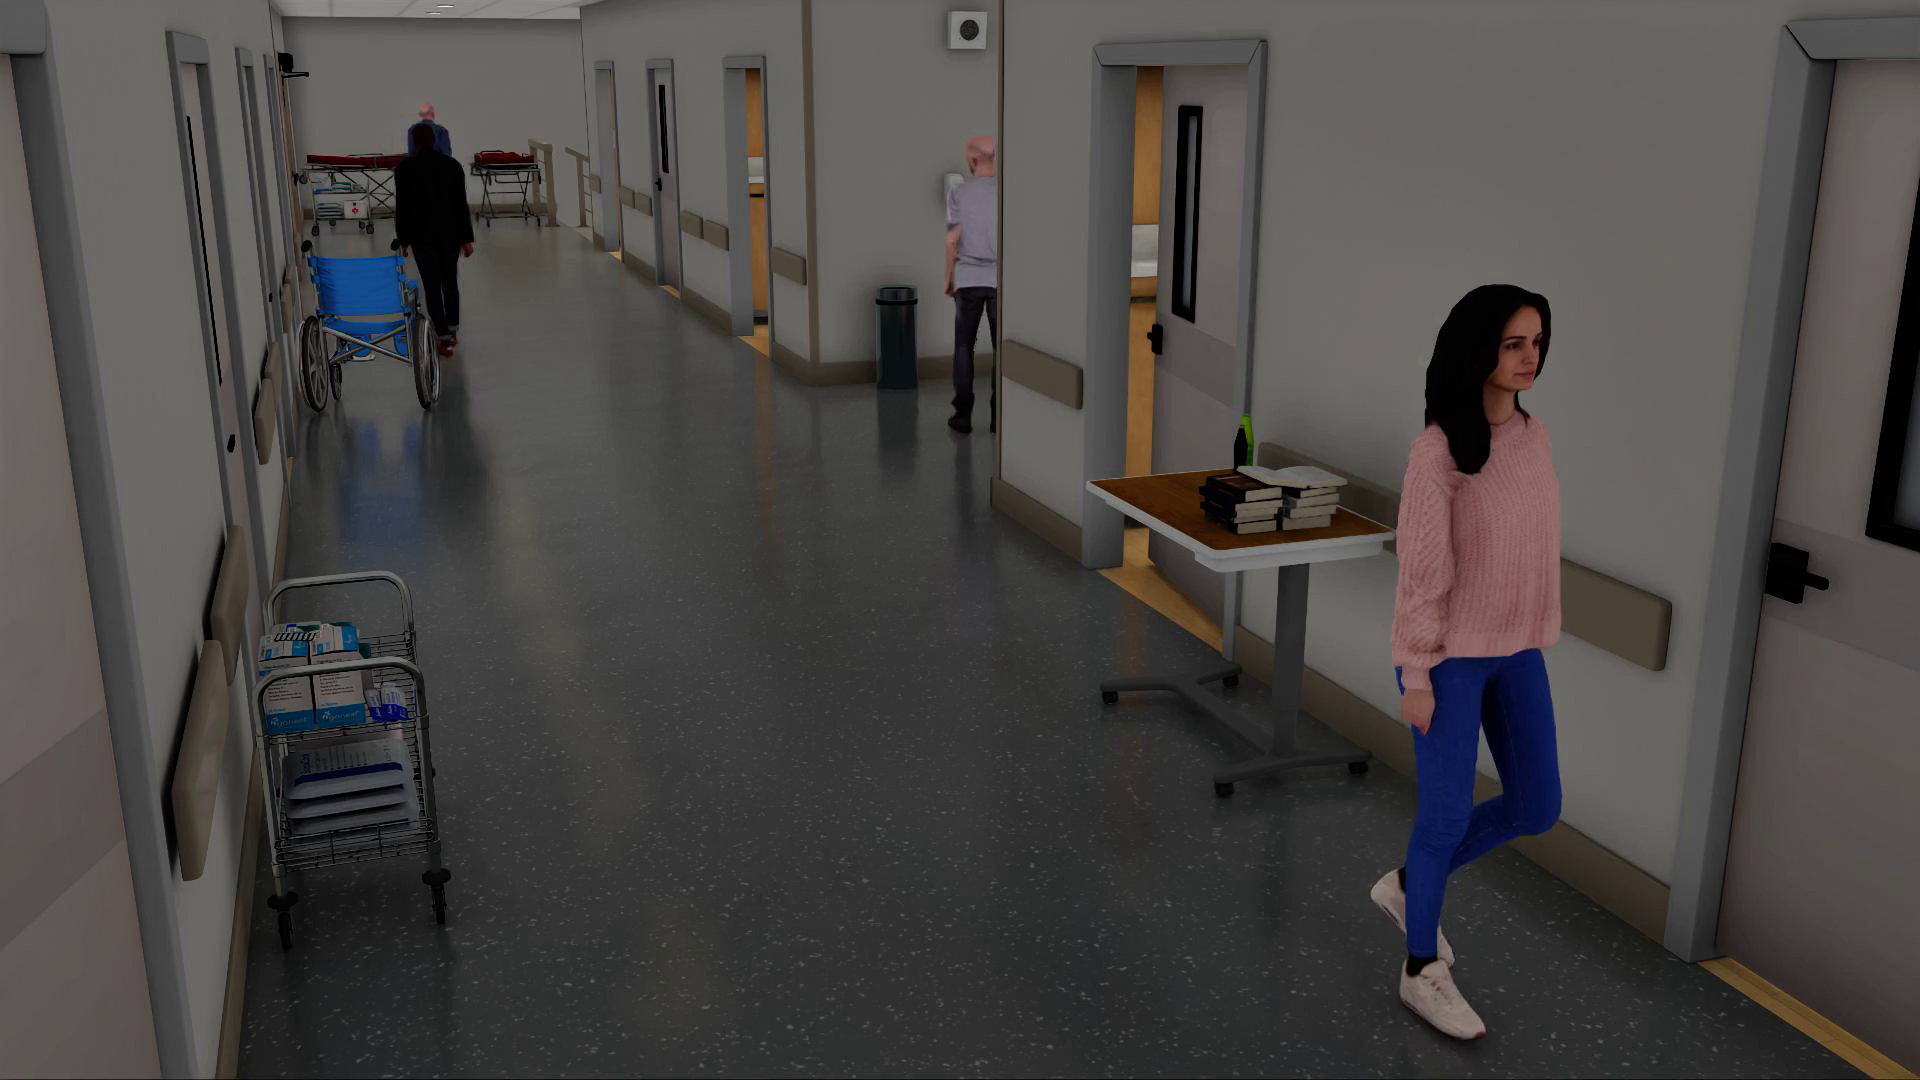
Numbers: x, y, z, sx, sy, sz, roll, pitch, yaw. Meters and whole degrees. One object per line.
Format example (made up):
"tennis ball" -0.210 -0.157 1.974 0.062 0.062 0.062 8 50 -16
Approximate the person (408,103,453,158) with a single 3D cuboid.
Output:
"person" -6.507 -4.407 20.425 0.984 1.788 1.258 0 16 -1

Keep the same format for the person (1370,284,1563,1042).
"person" 1.118 0.275 3.871 0.725 1.759 0.746 -9 18 -30

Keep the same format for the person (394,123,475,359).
"person" -4.077 -2.320 13.005 0.834 1.797 0.940 -10 19 -32

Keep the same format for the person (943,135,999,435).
"person" 0.152 -1.580 10.324 0.749 1.828 0.702 1 16 5
